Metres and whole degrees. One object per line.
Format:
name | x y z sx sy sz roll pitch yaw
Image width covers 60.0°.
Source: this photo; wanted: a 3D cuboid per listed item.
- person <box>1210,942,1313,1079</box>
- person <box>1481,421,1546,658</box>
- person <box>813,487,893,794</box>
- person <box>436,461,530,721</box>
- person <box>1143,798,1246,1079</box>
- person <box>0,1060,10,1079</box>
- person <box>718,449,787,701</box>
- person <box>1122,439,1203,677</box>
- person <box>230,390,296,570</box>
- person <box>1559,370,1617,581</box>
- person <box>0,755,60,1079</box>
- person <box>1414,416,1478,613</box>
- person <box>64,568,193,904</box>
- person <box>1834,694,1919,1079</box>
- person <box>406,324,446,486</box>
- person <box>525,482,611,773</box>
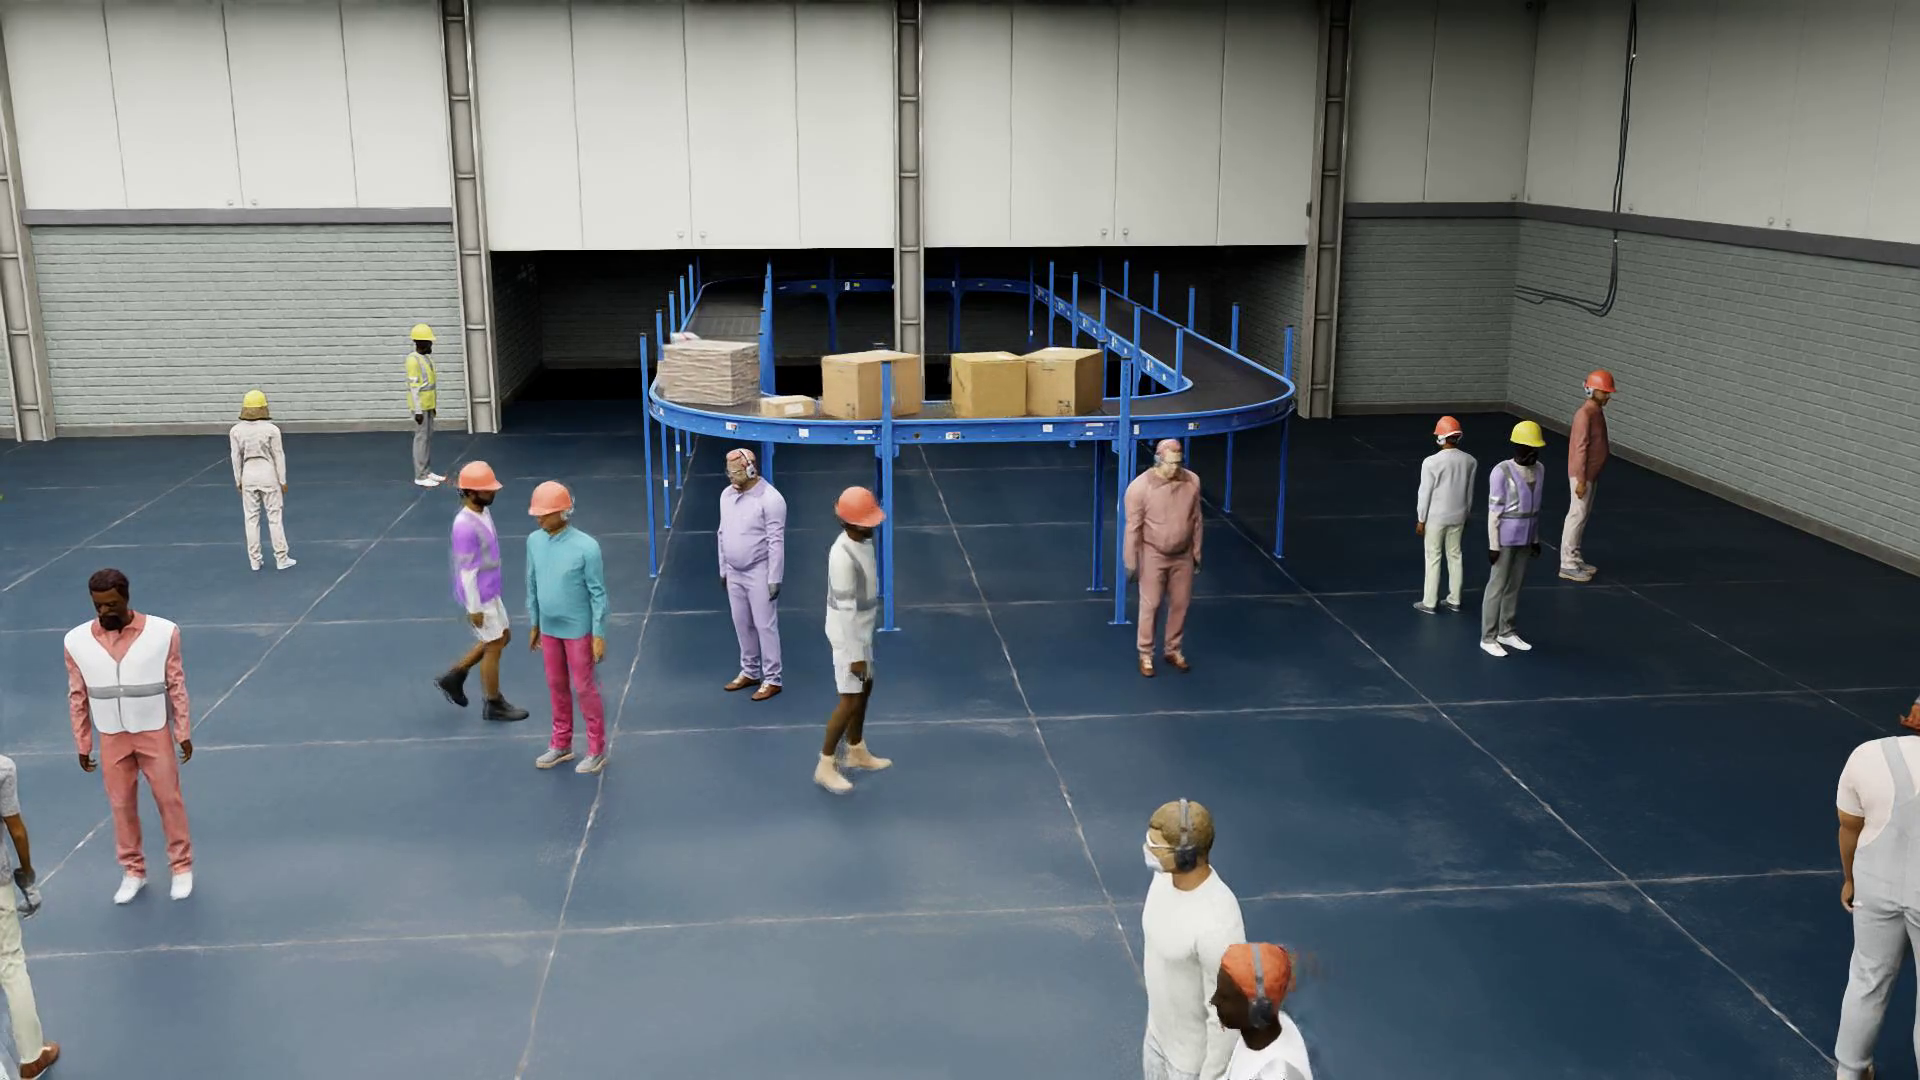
person | 0.812 2.103 5.150 0.985 1.833 0.583 1 14 3
person | 4.505 -0.020 13.466 0.590 1.926 0.388 -9 17 -32
person | -0.686 0.621 10.765 0.460 2.008 0.684 2 14 9
person | -3.457 0.371 11.917 0.578 1.920 0.572 -1 14 -5
person | 0.819 1.839 6.010 0.362 1.936 0.631 -3 14 -12
person | -3.539 2.019 5.510 0.930 1.823 0.652 3 14 13
person | -1.583 0.245 12.484 0.655 1.893 0.401 11 18 38
person | 1.572 0.129 12.960 0.672 1.886 0.430 -5 15 -19
person | -6.747 -0.577 16.066 0.489 1.743 0.322 0 14 -2
person | 5.942 -0.619 15.727 0.391 1.990 0.619 8 16 30
person | -4.368 1.540 7.358 0.518 1.862 0.323 -5 15 -18
person | 4.258 -0.224 14.663 0.557 1.744 0.350 -6 15 -22
person | -4.562 1.064 9.176 0.598 1.908 0.397 -4 14 -14
person | 4.140 1.503 7.140 0.537 2.000 0.678 -11 18 -38
person | -6.375 -1.612 19.835 0.387 1.926 0.591 0 14 -1
person | -2.615 0.584 10.954 0.657 1.981 0.468 8 16 28
